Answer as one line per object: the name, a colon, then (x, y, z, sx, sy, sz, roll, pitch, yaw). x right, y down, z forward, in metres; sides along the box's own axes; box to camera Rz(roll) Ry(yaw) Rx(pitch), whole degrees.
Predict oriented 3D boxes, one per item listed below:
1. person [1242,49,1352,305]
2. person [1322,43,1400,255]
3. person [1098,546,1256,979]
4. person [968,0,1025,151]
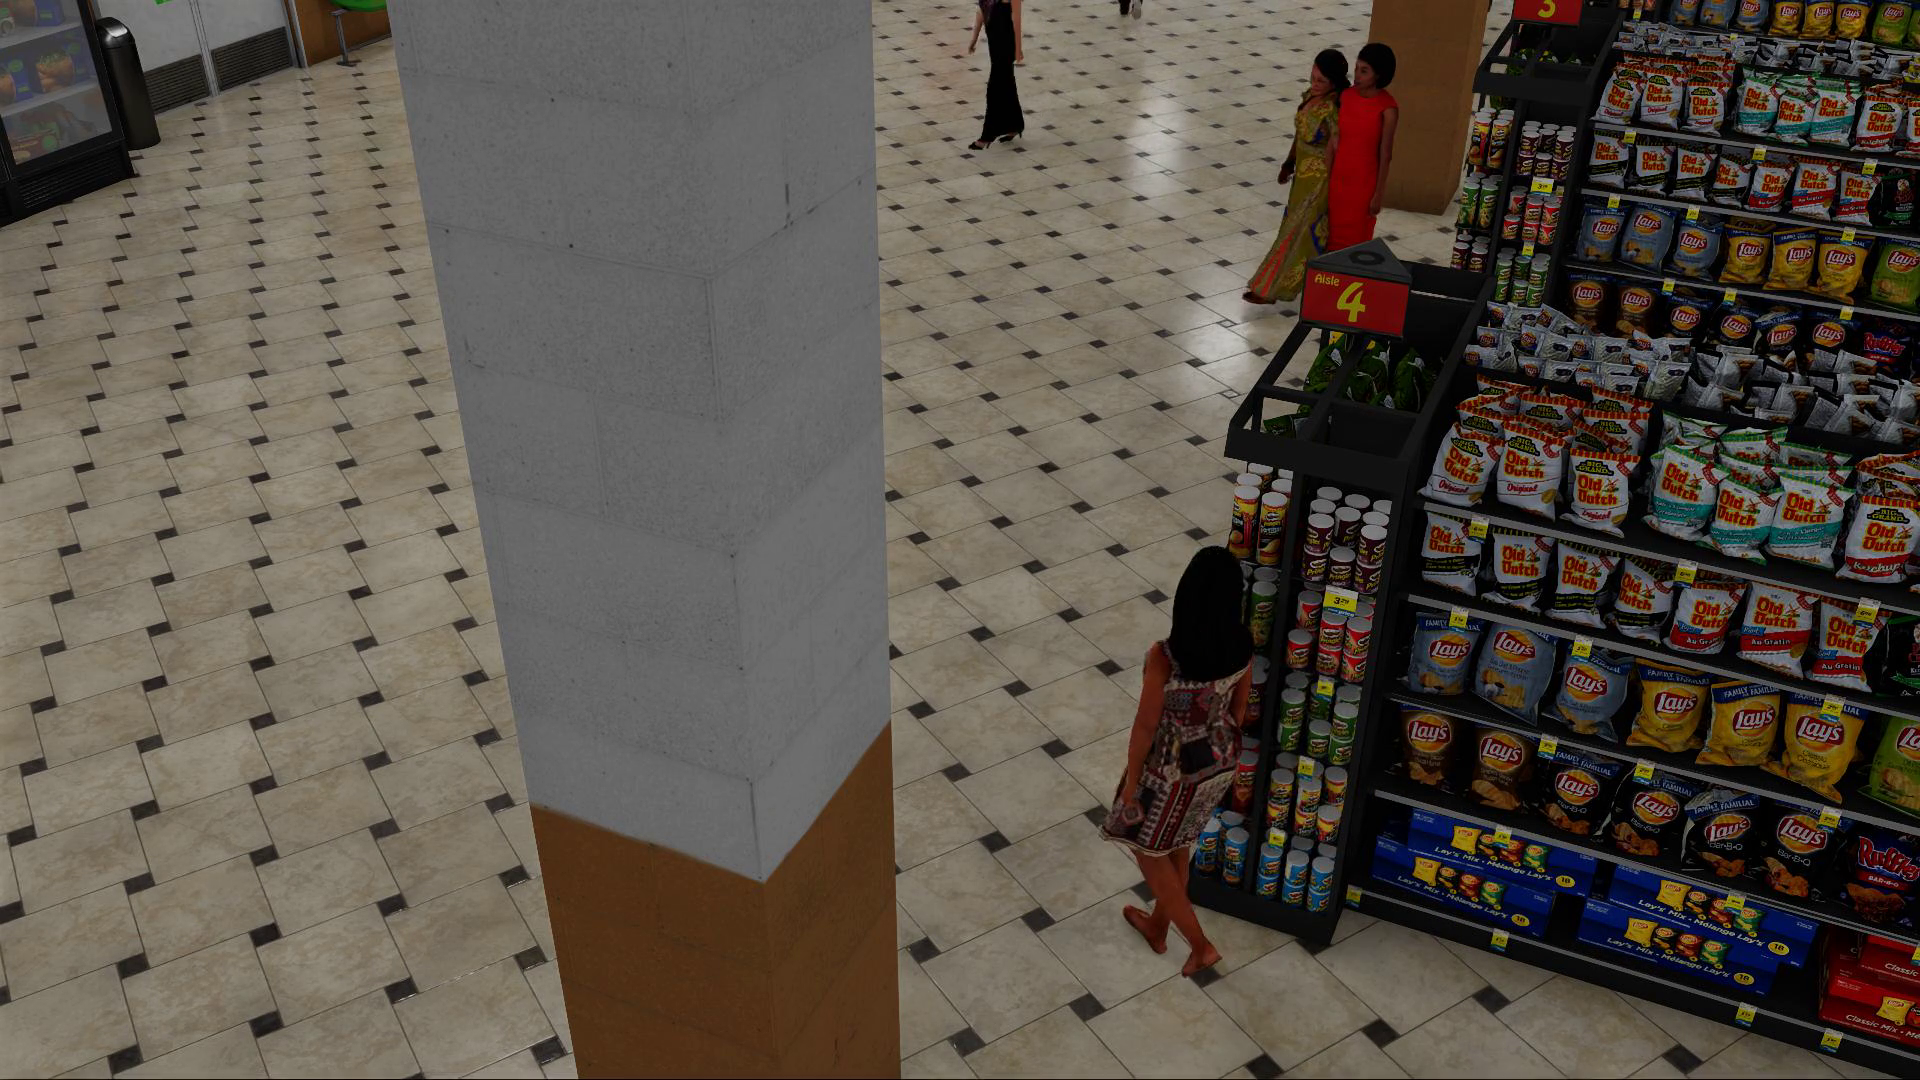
person: (2.319, -2.233, 10.357, 1.258, 1.613, 1.083, -4, 32, -7)
person: (2.406, -2.141, 10.084, 0.544, 1.745, 0.689, 27, 41, 37)
person: (0.786, 0.799, 5.469, 0.875, 1.629, 0.945, -17, 36, -25)
person: (0.395, -3.878, 13.034, 0.901, 1.577, 0.887, -17, 36, -25)
